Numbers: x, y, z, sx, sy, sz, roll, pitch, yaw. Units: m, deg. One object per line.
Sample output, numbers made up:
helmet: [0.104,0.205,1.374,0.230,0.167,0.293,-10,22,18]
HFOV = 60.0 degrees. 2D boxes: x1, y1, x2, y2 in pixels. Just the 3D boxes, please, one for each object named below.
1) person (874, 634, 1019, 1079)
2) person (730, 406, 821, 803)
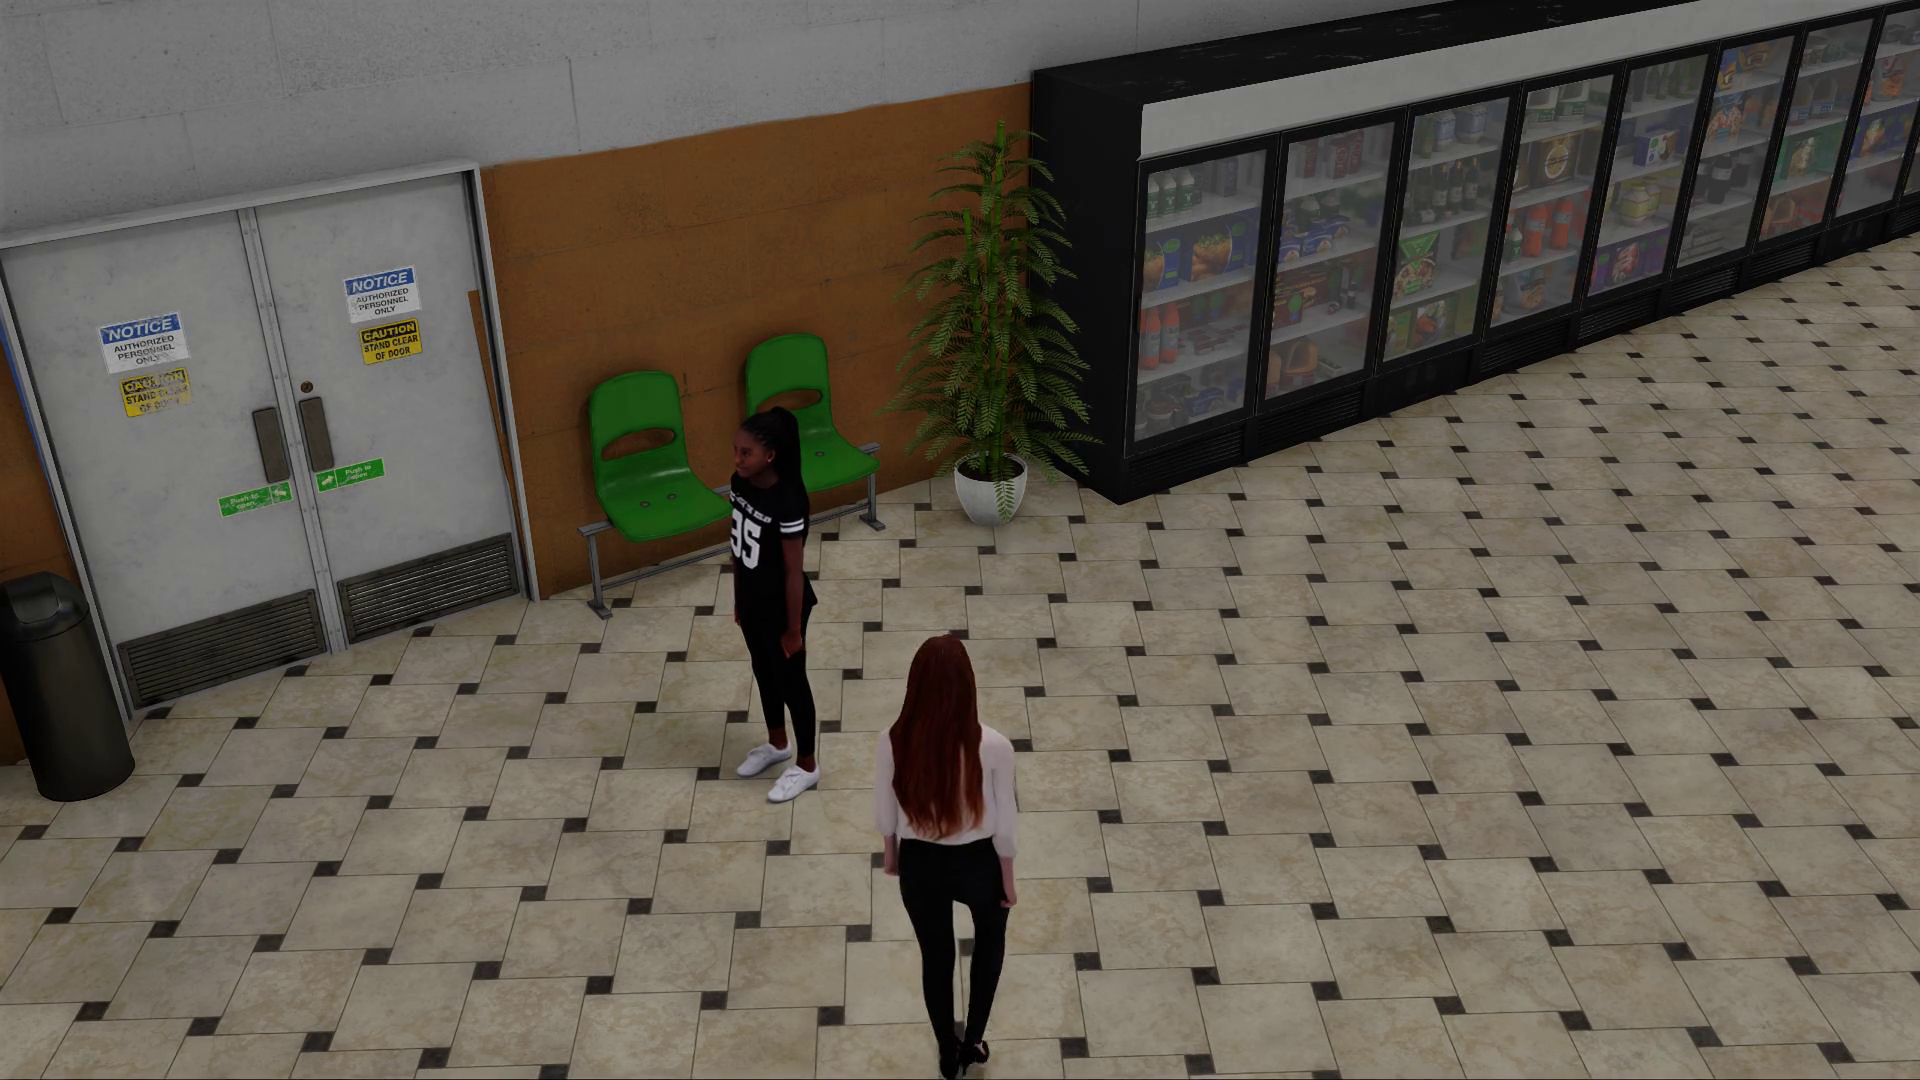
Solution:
person: [-0.038,1.121,5.303,0.724,1.751,0.776,4,29,7]
person: [-0.772,0.267,6.887,0.676,1.730,0.515,-22,36,-35]
